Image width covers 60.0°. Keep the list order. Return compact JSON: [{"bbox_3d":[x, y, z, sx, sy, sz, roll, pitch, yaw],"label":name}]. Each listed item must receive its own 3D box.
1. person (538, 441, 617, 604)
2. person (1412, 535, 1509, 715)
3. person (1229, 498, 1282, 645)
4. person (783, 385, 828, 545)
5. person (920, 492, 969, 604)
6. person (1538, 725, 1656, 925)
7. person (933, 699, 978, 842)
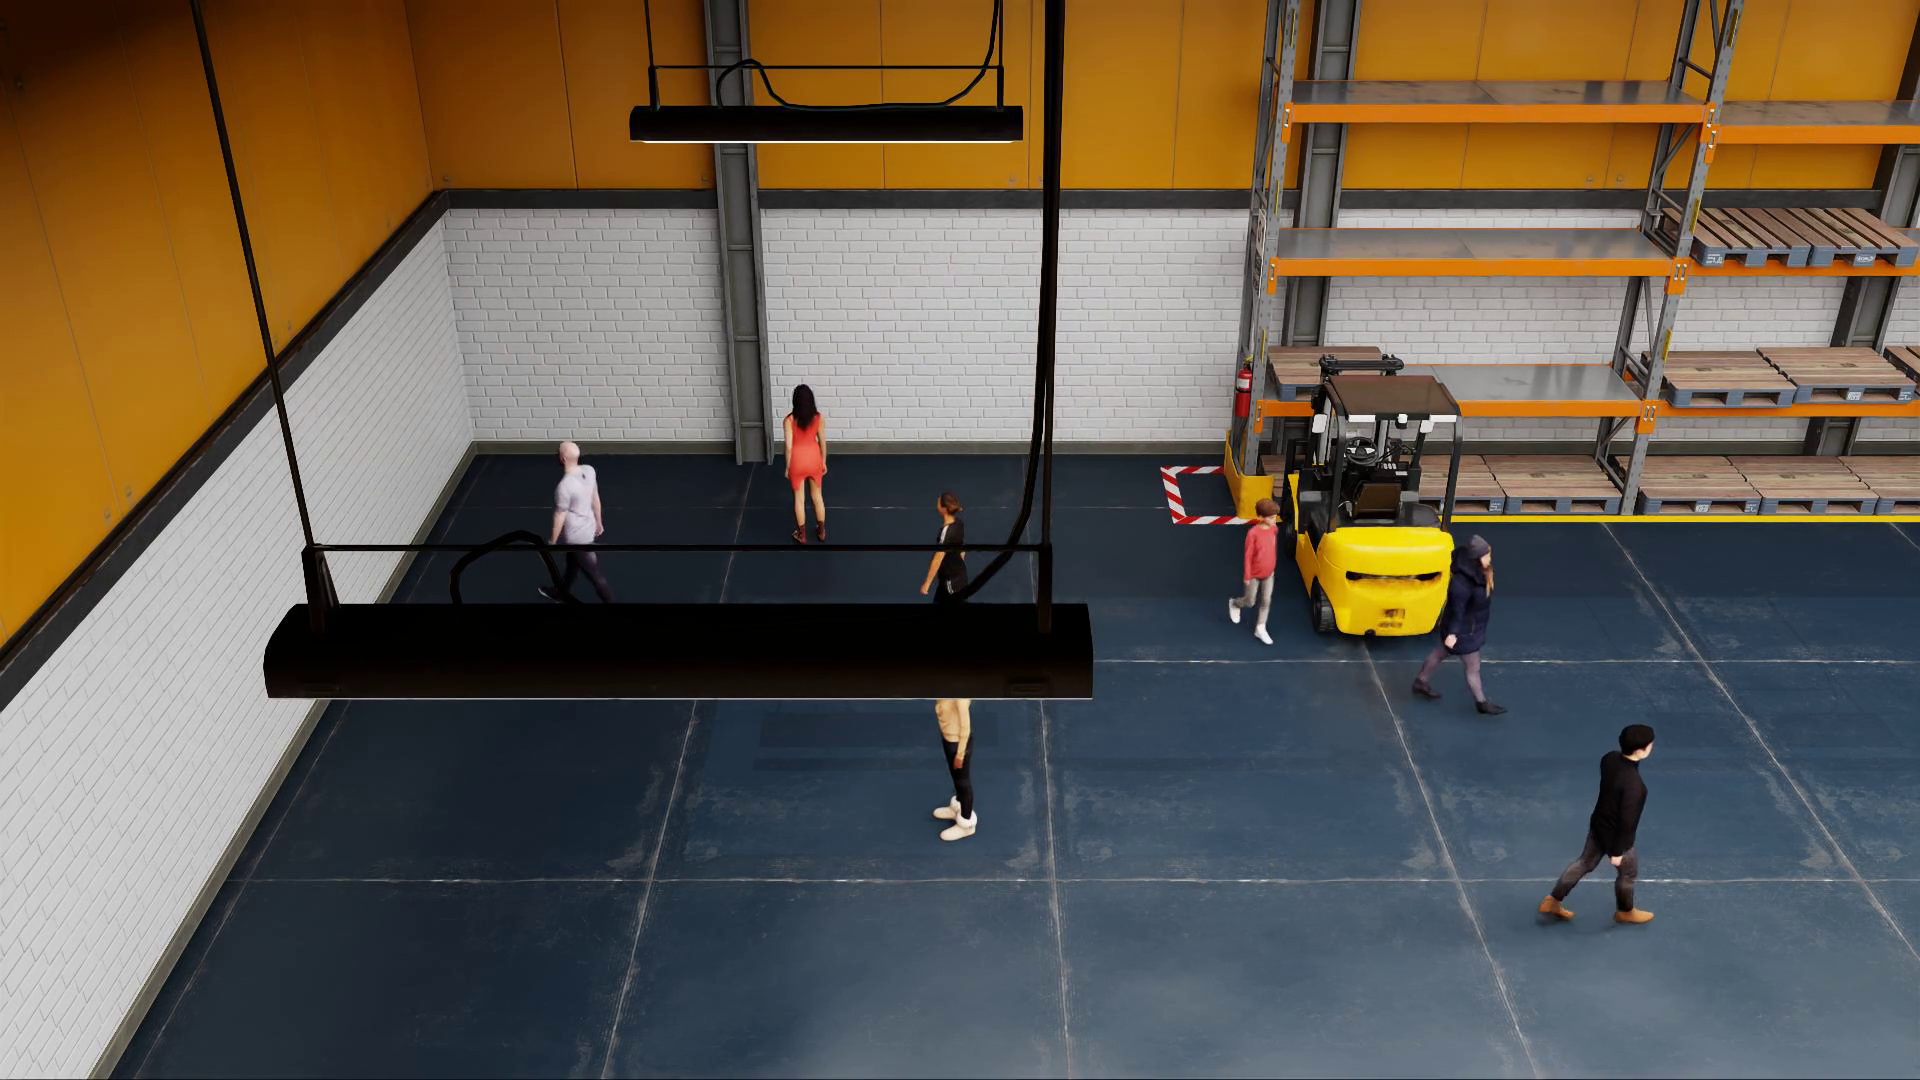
[{"bbox_3d":[-3.391,-0.019,15.160,1.267,1.787,0.941,9,30,16],"label":"person"},{"bbox_3d":[4.153,0.702,14.005,1.164,1.629,0.978,14,32,24],"label":"person"},{"bbox_3d":[2.674,0.247,15.071,0.812,1.406,0.795,-15,32,-26],"label":"person"},{"bbox_3d":[-1.541,-0.751,16.573,0.583,1.720,0.719,-12,31,-21],"label":"person"},{"bbox_3d":[0.020,0.375,14.605,1.098,1.627,0.745,5,29,9],"label":"person"},{"bbox_3d":[4.466,2.004,11.548,1.085,1.696,0.729,-3,29,-5],"label":"person"},{"bbox_3d":[-0.010,1.503,12.505,0.570,1.658,0.621,-3,29,-6],"label":"person"}]
